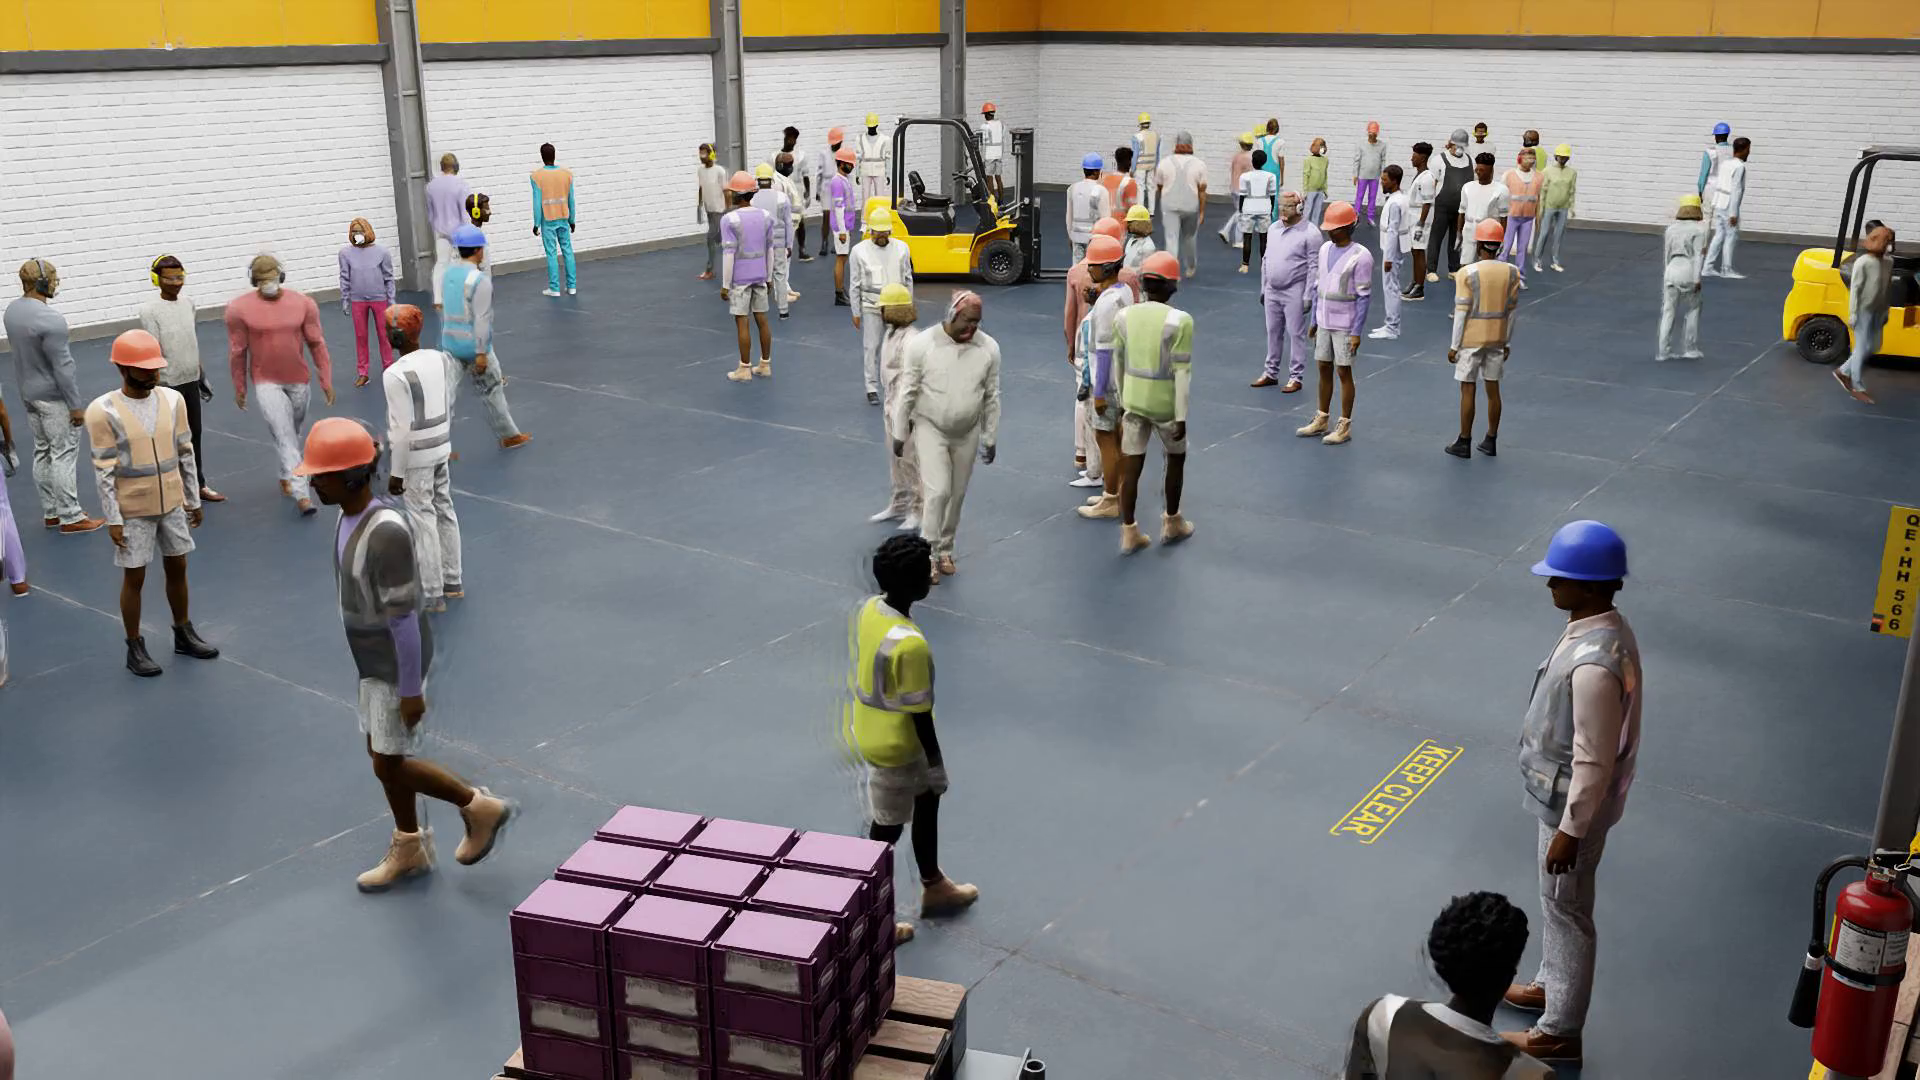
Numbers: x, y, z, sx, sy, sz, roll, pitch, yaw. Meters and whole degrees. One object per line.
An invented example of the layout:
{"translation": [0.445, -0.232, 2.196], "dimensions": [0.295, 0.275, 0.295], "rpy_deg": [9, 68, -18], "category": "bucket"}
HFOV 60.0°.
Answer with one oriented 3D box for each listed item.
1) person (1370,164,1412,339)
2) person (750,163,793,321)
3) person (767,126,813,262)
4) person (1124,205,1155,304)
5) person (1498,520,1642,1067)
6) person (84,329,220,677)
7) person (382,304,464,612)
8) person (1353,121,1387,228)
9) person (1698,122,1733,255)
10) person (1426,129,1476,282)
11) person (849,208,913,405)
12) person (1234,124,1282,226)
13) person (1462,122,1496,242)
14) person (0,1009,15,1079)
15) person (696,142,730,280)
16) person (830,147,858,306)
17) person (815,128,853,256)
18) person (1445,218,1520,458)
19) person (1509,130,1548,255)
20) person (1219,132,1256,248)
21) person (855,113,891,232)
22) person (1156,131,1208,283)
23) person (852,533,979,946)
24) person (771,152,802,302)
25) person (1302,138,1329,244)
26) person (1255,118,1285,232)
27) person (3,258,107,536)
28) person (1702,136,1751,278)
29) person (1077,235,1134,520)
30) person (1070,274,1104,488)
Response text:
{"translation": [4.813, -3.196, 18.468], "dimensions": [0.383, 1.911, 0.593], "rpy_deg": [5, 19, 16], "category": "person"}
{"translation": [-2.247, -3.478, 19.470], "dimensions": [0.586, 1.834, 0.403], "rpy_deg": [-2, 18, -6], "category": "person"}
{"translation": [-2.487, -4.988, 24.042], "dimensions": [0.636, 1.937, 0.585], "rpy_deg": [-2, 18, -8], "category": "person"}
{"translation": [1.709, -2.374, 16.163], "dimensions": [0.295, 1.744, 0.487], "rpy_deg": [-7, 19, -20], "category": "person"}
{"translation": [2.080, 0.869, 5.692], "dimensions": [0.400, 1.944, 0.618], "rpy_deg": [6, 19, 18], "category": "person"}
{"translation": [-4.402, -0.200, 9.086], "dimensions": [0.426, 1.924, 0.560], "rpy_deg": [12, 21, 34], "category": "person"}
{"translation": [-3.265, -0.491, 10.052], "dimensions": [0.356, 1.882, 0.573], "rpy_deg": [4, 18, 13], "category": "person"}
{"translation": [6.865, -6.120, 27.863], "dimensions": [0.568, 1.750, 0.342], "rpy_deg": [-2, 18, -7], "category": "person"}
{"translation": [11.249, -5.213, 24.732], "dimensions": [0.603, 1.939, 0.416], "rpy_deg": [-2, 18, -7], "category": "person"}
{"translation": [6.611, -4.484, 22.282], "dimensions": [0.677, 2.000, 0.536], "rpy_deg": [-4, 18, -13], "category": "person"}
{"translation": [-0.720, -2.156, 15.364], "dimensions": [0.602, 1.819, 0.403], "rpy_deg": [-6, 19, -18], "category": "person"}
{"translation": [5.121, -6.123, 27.945], "dimensions": [0.940, 1.710, 0.532], "rpy_deg": [-8, 19, -23], "category": "person"}
{"translation": [8.091, -5.590, 26.039], "dimensions": [0.505, 1.862, 0.328], "rpy_deg": [6, 19, 17], "category": "person"}
{"translation": [-2.272, 1.537, 3.634], "dimensions": [0.629, 1.932, 0.366], "rpy_deg": [2, 18, 7], "category": "person"}
{"translation": [-3.295, -4.492, 22.647], "dimensions": [0.522, 1.841, 0.851], "rpy_deg": [15, 23, 39], "category": "person"}
{"translation": [-1.422, -3.871, 20.543], "dimensions": [0.366, 1.931, 0.542], "rpy_deg": [0, 18, 1], "category": "person"}
{"translation": [-1.883, -5.136, 24.604], "dimensions": [0.612, 1.866, 0.933], "rpy_deg": [1, 18, 5], "category": "person"}
{"translation": [4.225, -1.631, 13.524], "dimensions": [0.548, 1.937, 0.379], "rpy_deg": [-4, 18, -11], "category": "person"}
{"translation": [8.444, -5.169, 24.773], "dimensions": [0.636, 1.830, 0.429], "rpy_deg": [-16, 24, -40], "category": "person"}
{"translation": [4.299, -5.336, 25.404], "dimensions": [0.407, 1.752, 0.535], "rpy_deg": [-6, 19, -17], "category": "person"}
{"translation": [-1.428, -6.016, 27.273], "dimensions": [0.585, 1.917, 0.382], "rpy_deg": [0, 18, 0], "category": "person"}
{"translation": [2.970, -4.496, 22.319], "dimensions": [0.678, 2.000, 0.999], "rpy_deg": [3, 18, 9], "category": "person"}
{"translation": [-0.139, 0.773, 6.428], "dimensions": [0.696, 1.670, 0.547], "rpy_deg": [-5, 18, -15], "category": "person"}
{"translation": [-2.192, -3.924, 20.856], "dimensions": [0.429, 1.839, 0.634], "rpy_deg": [2, 18, 5], "category": "person"}
{"translation": [5.520, -5.415, 25.849], "dimensions": [0.500, 1.635, 0.287], "rpy_deg": [-11, 21, -31], "category": "person"}
{"translation": [5.060, -5.950, 27.204], "dimensions": [0.505, 1.840, 0.342], "rpy_deg": [11, 21, 31], "category": "person"}
{"translation": [-6.285, -0.979, 11.508], "dimensions": [0.634, 1.930, 0.384], "rpy_deg": [12, 21, 33], "category": "person"}
{"translation": [10.475, -4.518, 22.620], "dimensions": [0.425, 1.918, 0.609], "rpy_deg": [1, 18, 2], "category": "person"}
{"translation": [1.036, -1.153, 11.880], "dimensions": [0.405, 2.035, 0.610], "rpy_deg": [6, 19, 18], "category": "person"}
{"translation": [1.030, -1.217, 12.711], "dimensions": [0.307, 1.641, 0.513], "rpy_deg": [6, 19, 18], "category": "person"}
